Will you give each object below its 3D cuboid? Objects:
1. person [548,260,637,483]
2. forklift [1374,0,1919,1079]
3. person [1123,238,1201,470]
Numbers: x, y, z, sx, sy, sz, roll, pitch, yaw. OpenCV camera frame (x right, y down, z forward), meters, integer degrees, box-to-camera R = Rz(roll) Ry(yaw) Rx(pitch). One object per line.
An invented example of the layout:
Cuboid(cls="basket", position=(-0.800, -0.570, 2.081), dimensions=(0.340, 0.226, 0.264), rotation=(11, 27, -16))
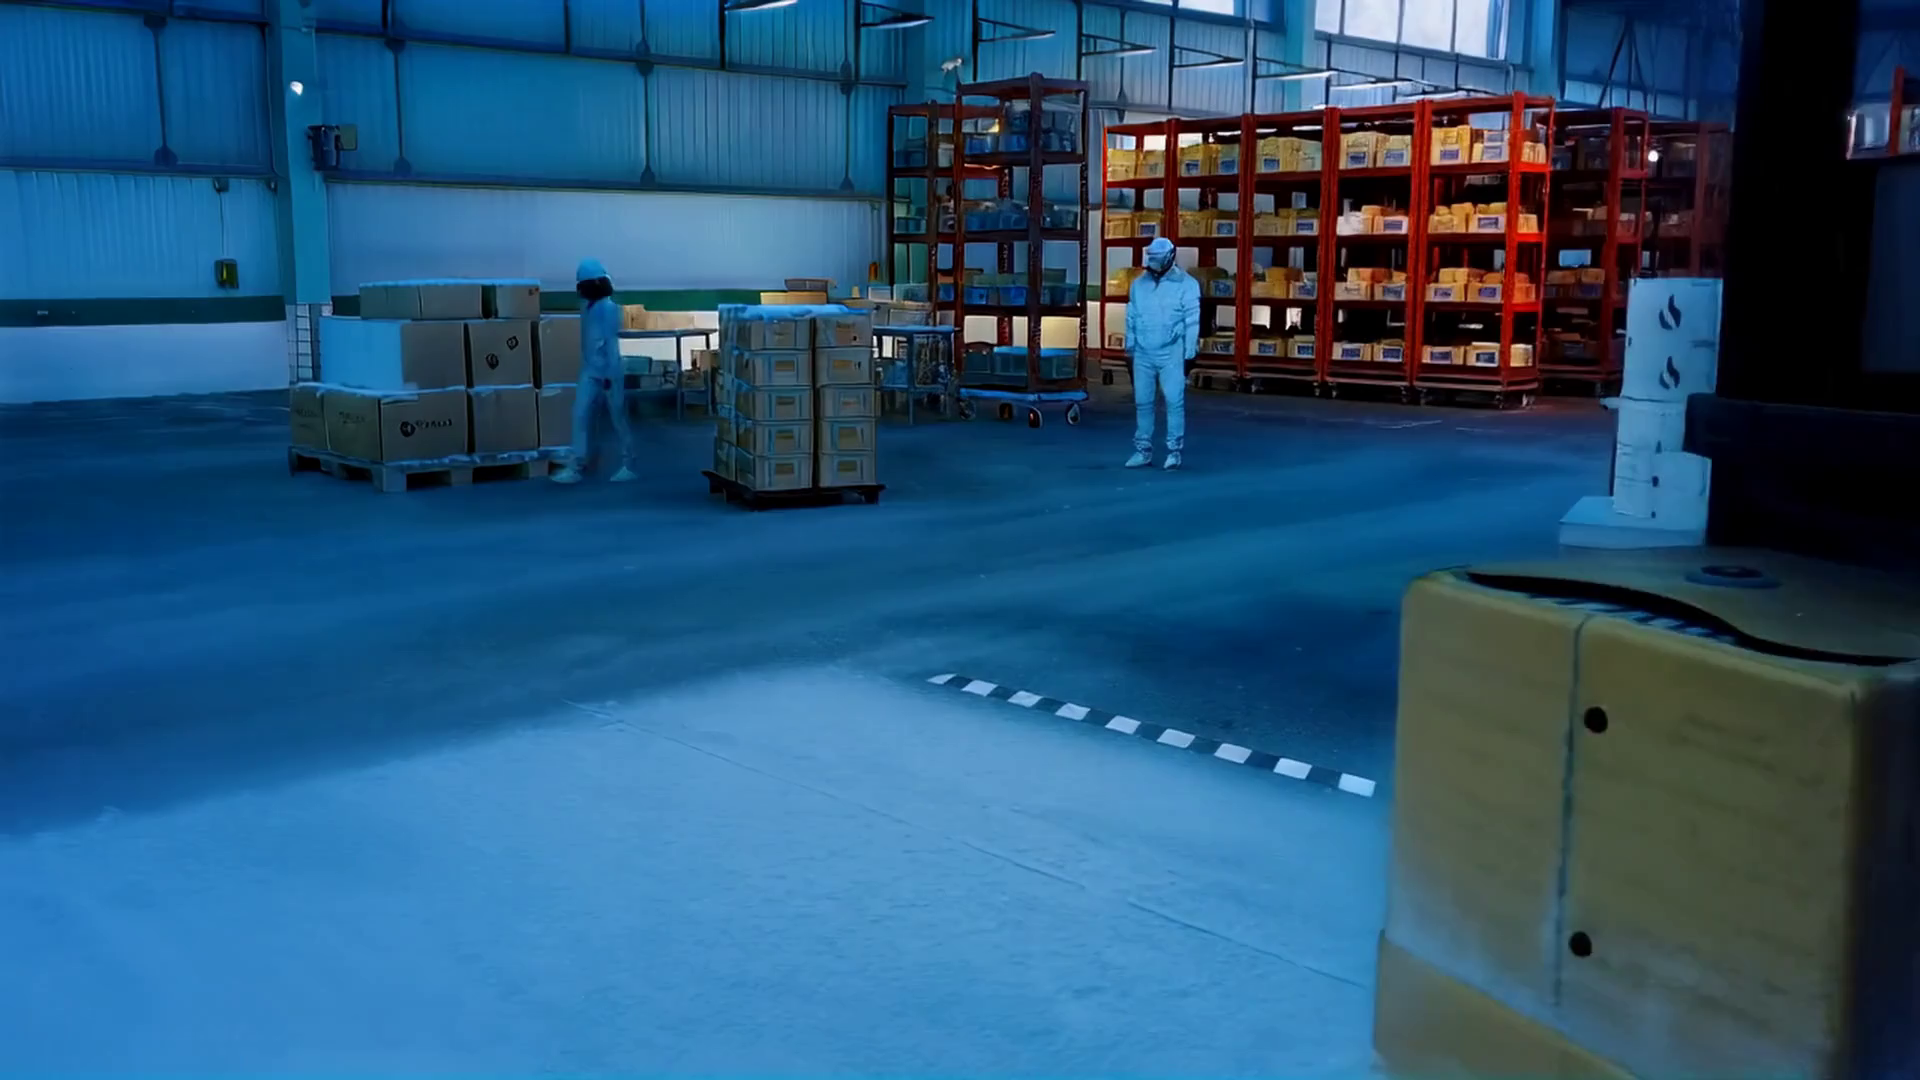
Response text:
Cuboid(cls="person", position=(-2.819, -1.270, 12.738), dimensions=(0.507, 1.706, 0.809), rotation=(8, 12, 41))
Cuboid(cls="forklift", position=(1.898, -0.268, 3.220), dimensions=(1.873, 2.768, 1.129), rotation=(-5, 10, -26))
Cuboid(cls="person", position=(1.640, -1.531, 13.742), dimensions=(0.655, 1.906, 0.407), rotation=(6, 11, 30))
